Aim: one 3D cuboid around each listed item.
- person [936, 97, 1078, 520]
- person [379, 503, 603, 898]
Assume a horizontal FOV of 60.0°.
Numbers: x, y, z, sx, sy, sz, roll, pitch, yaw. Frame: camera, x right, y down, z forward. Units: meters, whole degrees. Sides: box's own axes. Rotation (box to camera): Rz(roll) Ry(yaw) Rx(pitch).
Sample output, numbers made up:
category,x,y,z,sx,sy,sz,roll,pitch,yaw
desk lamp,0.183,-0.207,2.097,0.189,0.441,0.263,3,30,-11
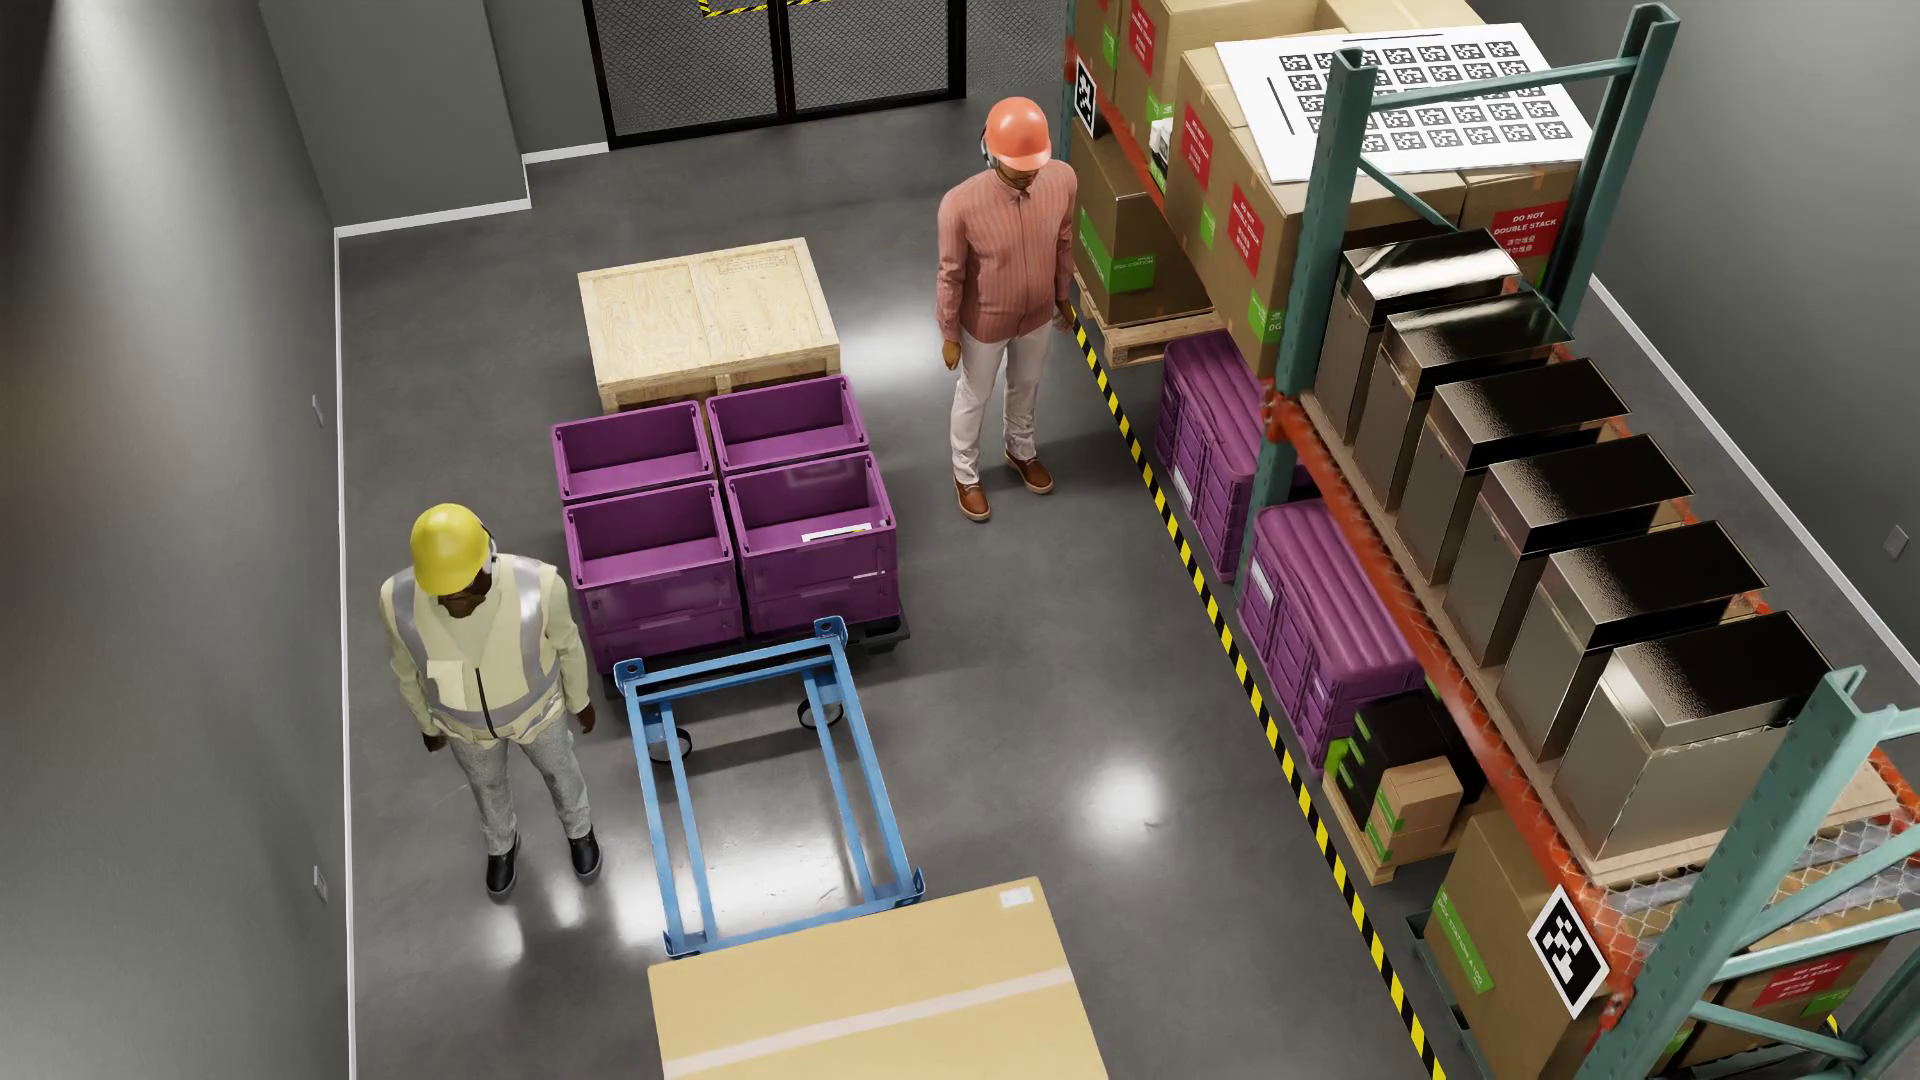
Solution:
category,x,y,z,sx,sy,sz,roll,pitch,yaw
person,0.200,-0.908,6.683,0.623,1.992,0.397,-22,51,-19
person,-1.505,0.543,5.458,0.587,1.835,0.404,-8,48,-7
